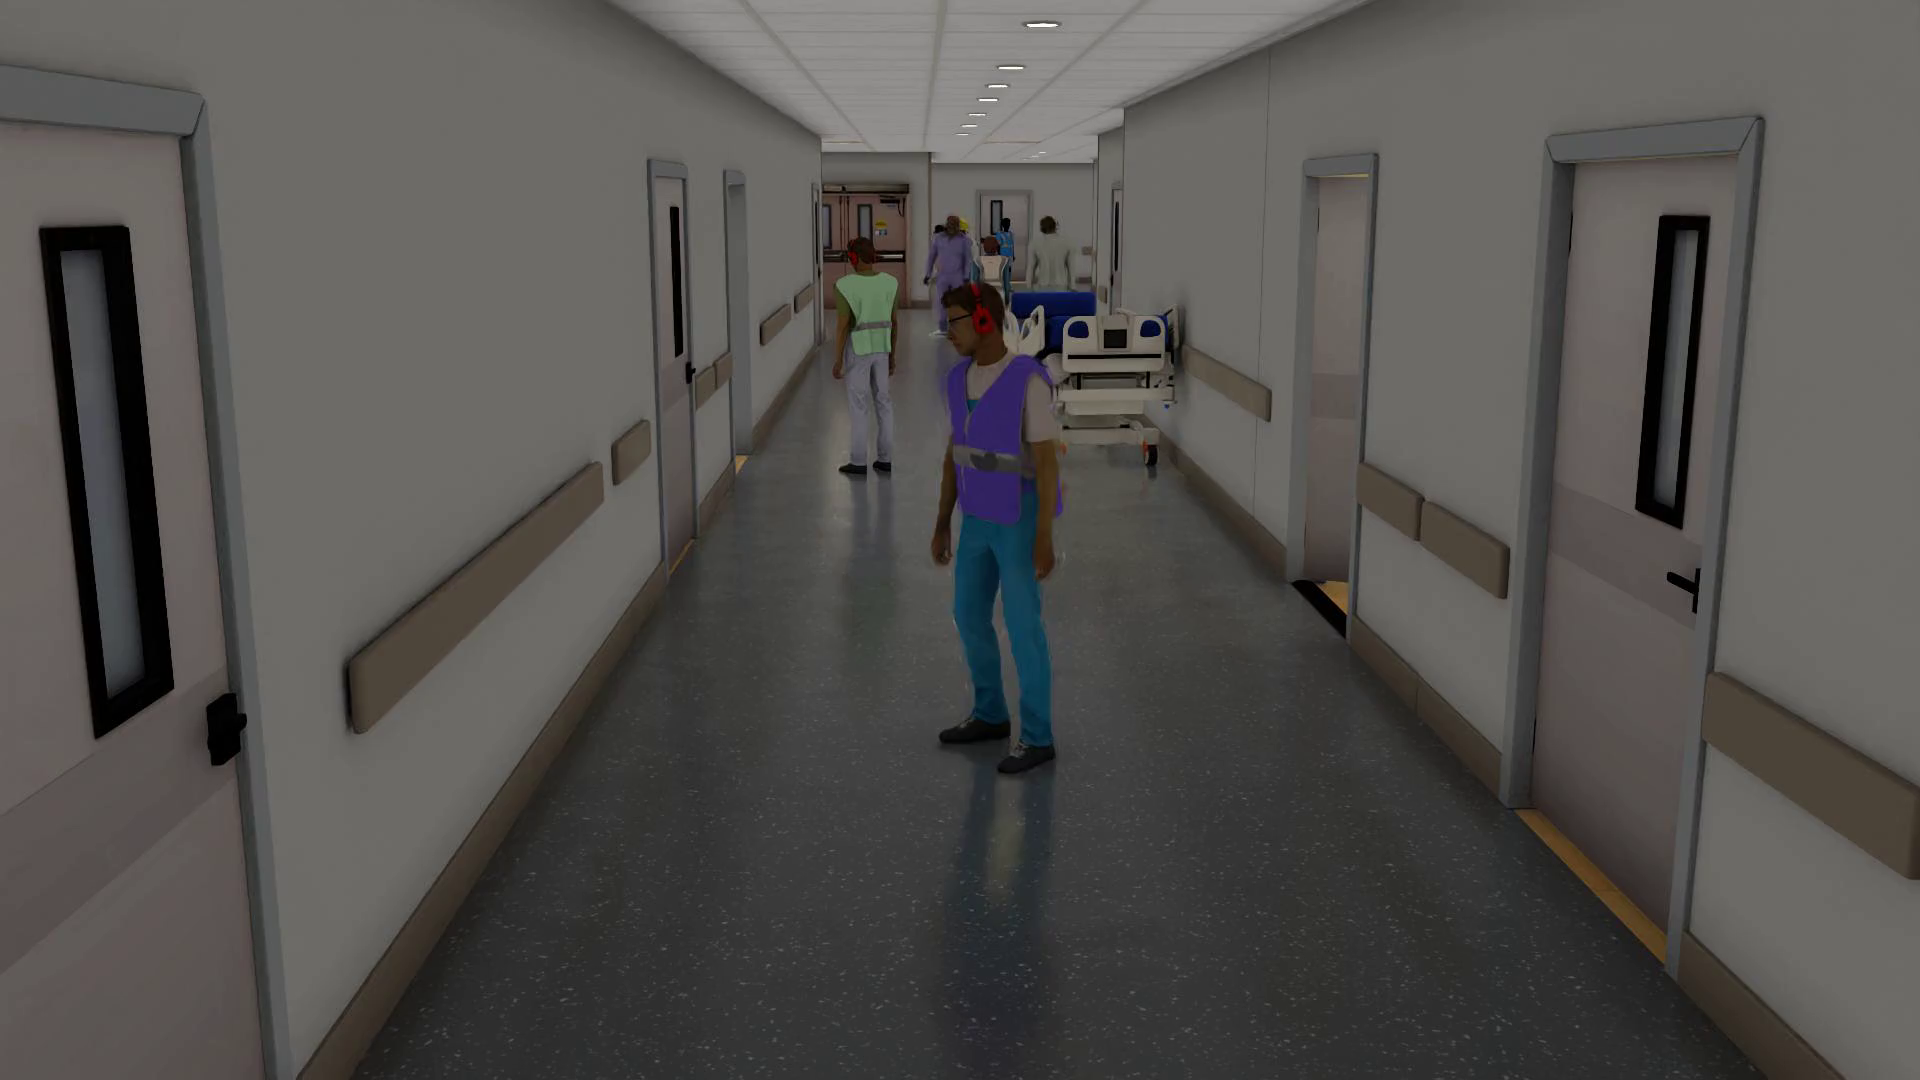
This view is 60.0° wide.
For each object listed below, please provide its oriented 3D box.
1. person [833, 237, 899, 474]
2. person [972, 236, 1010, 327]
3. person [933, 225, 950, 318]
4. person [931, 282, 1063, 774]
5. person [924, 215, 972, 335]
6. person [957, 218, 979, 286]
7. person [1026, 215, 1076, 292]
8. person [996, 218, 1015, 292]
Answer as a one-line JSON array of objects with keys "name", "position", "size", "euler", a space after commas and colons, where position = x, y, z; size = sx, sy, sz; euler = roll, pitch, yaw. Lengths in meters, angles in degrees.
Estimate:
[{"name": "person", "position": [-0.726, -1.426, 12.944], "size": [0.563, 1.838, 0.390], "euler": [-8, 14, -36]}, {"name": "person", "position": [0.413, -3.225, 22.192], "size": [0.515, 1.641, 0.315], "euler": [-1, 12, -4]}, {"name": "person", "position": [-0.268, -4.837, 29.980], "size": [0.428, 1.664, 0.539], "euler": [-1, 12, -4]}, {"name": "person", "position": [0.175, -0.052, 6.312], "size": [0.401, 1.819, 0.631], "euler": [-8, 14, -36]}, {"name": "person", "position": [-0.120, -4.138, 26.054], "size": [0.873, 1.887, 0.410], "euler": [3, 12, 16]}, {"name": "person", "position": [0.038, -4.141, 26.215], "size": [0.403, 1.824, 0.593], "euler": [-9, 15, -39]}, {"name": "person", "position": [1.244, -3.426, 22.526], "size": [0.717, 1.909, 0.438], "euler": [0, 12, 2]}, {"name": "person", "position": [1.051, -6.525, 38.128], "size": [0.541, 1.696, 0.315], "euler": [-9, 15, -38]}]
